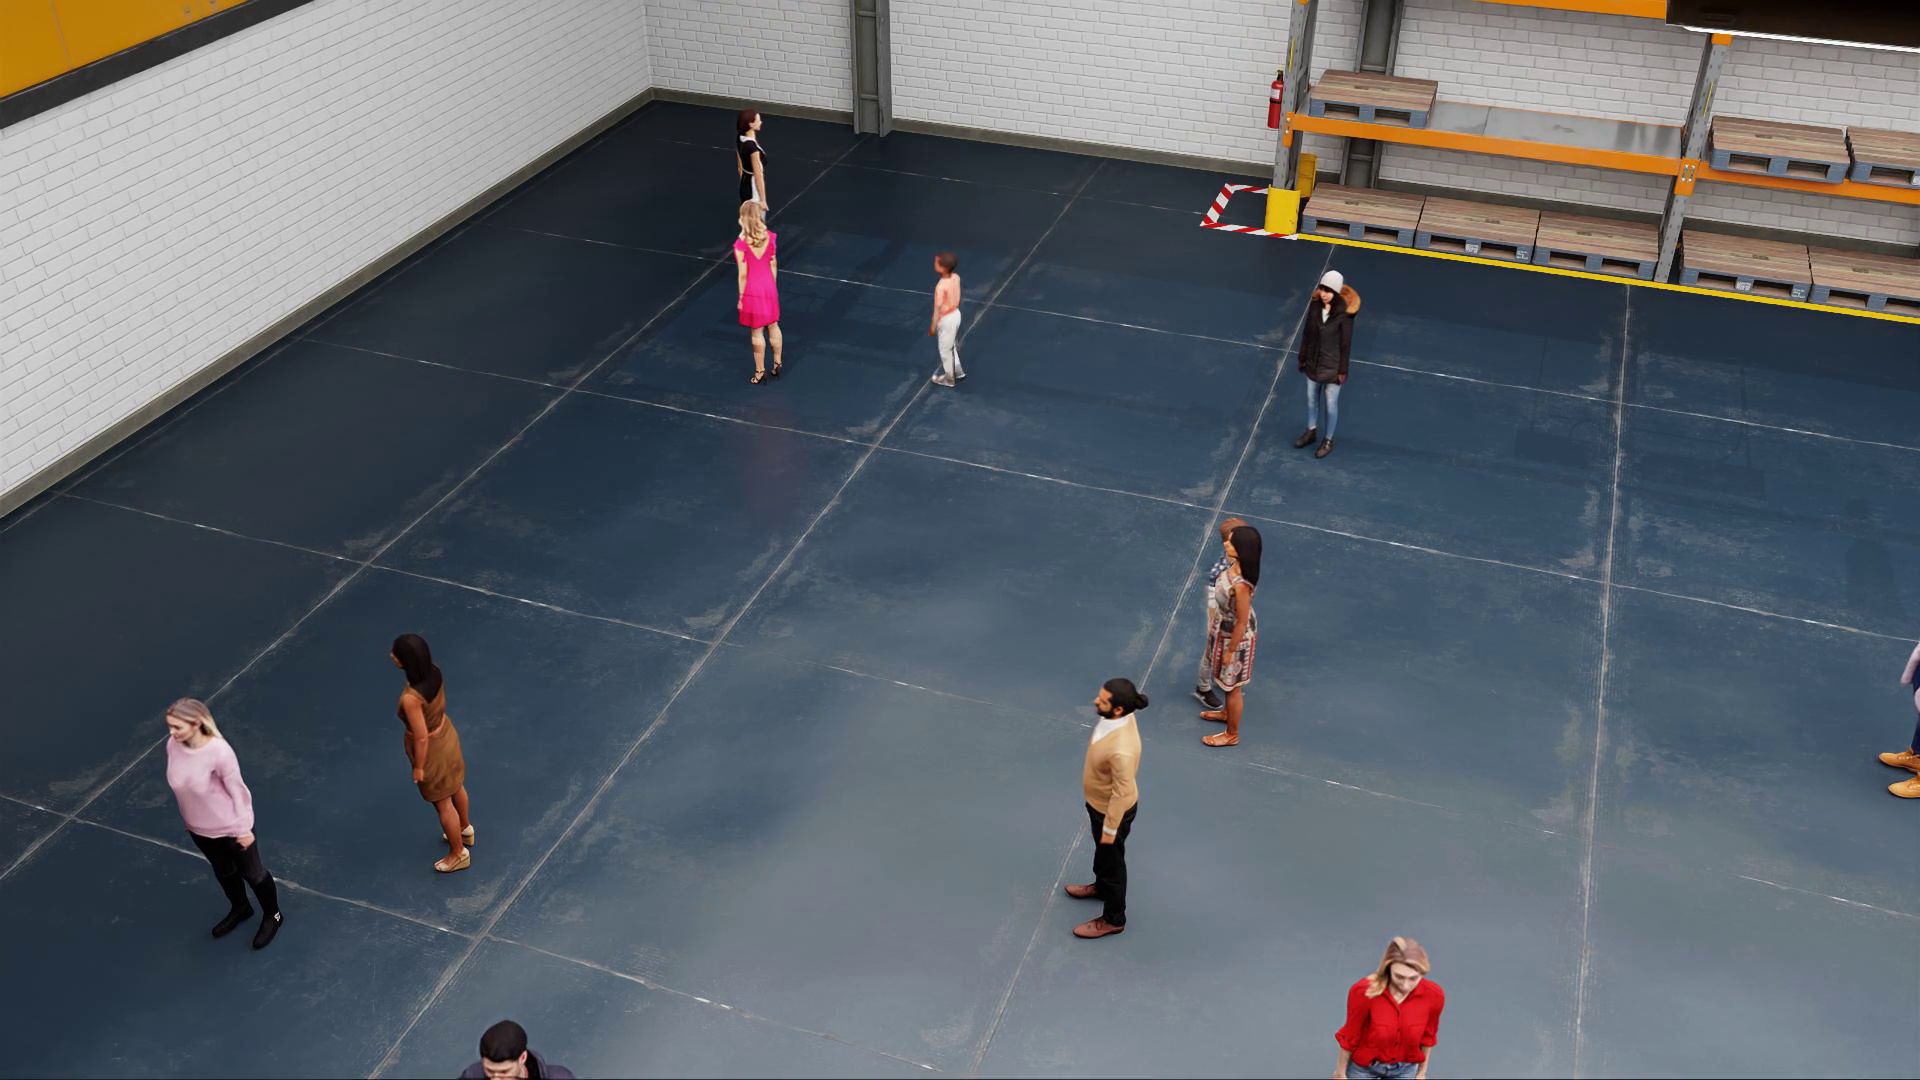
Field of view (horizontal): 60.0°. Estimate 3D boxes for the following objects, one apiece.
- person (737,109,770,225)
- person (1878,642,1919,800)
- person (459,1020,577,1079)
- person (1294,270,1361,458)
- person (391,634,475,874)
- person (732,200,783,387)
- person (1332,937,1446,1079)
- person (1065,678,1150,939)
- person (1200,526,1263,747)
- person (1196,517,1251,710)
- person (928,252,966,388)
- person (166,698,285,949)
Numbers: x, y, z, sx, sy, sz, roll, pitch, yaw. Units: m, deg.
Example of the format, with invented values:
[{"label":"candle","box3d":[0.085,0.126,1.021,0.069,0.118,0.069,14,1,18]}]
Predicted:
[{"label":"person","box3d":[-2.062,-3.425,16.616,0.716,1.795,0.639,-17,37,-24]},{"label":"person","box3d":[6.125,0.837,10.255,0.630,1.740,0.697,9,35,13]},{"label":"person","box3d":[-1.859,2.735,7.261,0.638,1.893,0.802,0,34,0]},{"label":"person","box3d":[3.051,-1.487,13.847,0.650,1.633,0.762,26,41,33]},{"label":"person","box3d":[-3.071,1.231,9.707,0.621,1.690,0.627,-1,34,-2]},{"label":"person","box3d":[-1.795,-2.206,14.843,0.664,1.728,0.692,-24,40,-31]},{"label":"person","box3d":[1.987,2.470,7.831,0.573,1.702,0.744,0,34,0]},{"label":"person","box3d":[0.839,1.469,9.291,0.743,1.755,0.747,-3,34,-4]},{"label":"person","box3d":[1.767,0.604,10.691,0.614,1.645,0.698,3,34,5]},{"label":"person","box3d":[1.783,0.466,11.085,0.577,1.438,0.597,-28,43,-35]},{"label":"person","box3d":[-0.060,-1.959,14.855,0.565,1.304,0.554,19,38,26]},{"label":"person","box3d":[-4.098,1.549,9.230,0.467,1.688,0.656,11,35,16]}]
